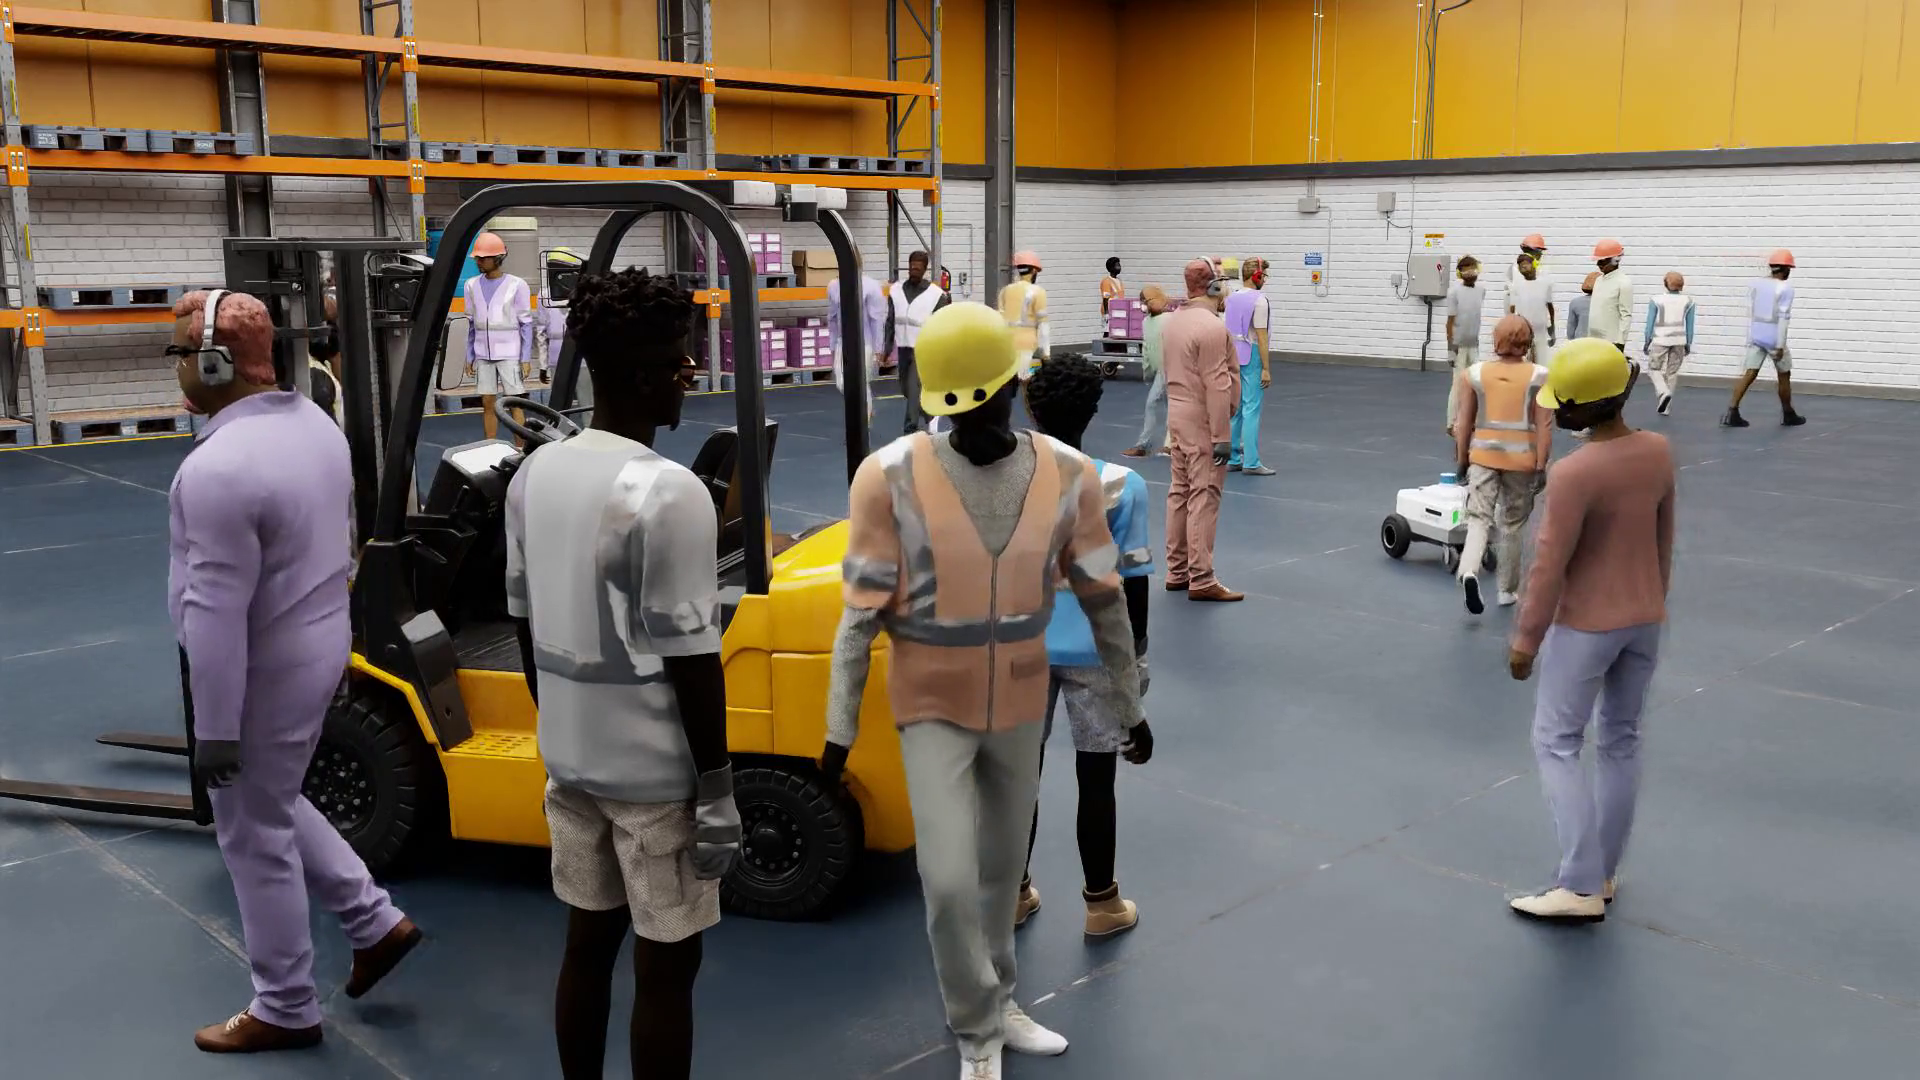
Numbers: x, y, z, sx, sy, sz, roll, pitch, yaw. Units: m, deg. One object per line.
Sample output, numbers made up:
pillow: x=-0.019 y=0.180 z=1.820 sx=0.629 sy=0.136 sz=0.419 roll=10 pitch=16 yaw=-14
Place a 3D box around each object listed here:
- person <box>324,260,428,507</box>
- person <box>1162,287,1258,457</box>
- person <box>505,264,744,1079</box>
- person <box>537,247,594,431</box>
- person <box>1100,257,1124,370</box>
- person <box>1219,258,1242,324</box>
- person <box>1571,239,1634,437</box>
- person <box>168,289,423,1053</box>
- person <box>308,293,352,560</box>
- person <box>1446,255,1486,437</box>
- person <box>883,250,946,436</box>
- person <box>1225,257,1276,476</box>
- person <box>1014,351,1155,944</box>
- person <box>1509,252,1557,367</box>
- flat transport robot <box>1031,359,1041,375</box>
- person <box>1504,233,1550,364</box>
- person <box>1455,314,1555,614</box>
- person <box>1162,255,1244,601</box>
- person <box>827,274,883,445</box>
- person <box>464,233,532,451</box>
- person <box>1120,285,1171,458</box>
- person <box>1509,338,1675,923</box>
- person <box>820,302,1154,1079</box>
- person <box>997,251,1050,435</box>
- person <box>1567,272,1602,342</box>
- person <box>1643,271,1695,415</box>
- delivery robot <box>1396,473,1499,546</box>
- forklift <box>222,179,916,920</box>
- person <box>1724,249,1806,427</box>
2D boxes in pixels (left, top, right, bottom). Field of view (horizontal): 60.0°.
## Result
person: x=-3.838 y=-0.992 z=10.952 sx=0.959 sy=2.000 sz=0.694 roll=0 pitch=10 yaw=0
person: x=2.250 y=-1.519 z=15.076 sx=0.904 sy=1.573 sz=0.509 roll=-2 pitch=11 yaw=-13
person: x=-0.656 y=0.435 z=3.375 sx=0.615 sy=1.964 sz=0.361 roll=10 pitch=14 yaw=43
person: x=-3.311 y=-1.519 z=14.157 sx=0.590 sy=1.920 sz=0.390 roll=1 pitch=10 yaw=8
person: x=2.295 y=-3.397 z=24.996 sx=0.317 sy=1.700 sz=0.539 roll=6 pitch=12 yaw=31
person: x=3.561 y=-2.869 z=22.089 sx=0.508 sy=1.715 sz=0.760 roll=7 pitch=13 yaw=35
person: x=6.378 y=-1.973 z=16.454 sx=0.393 sy=1.986 sz=0.610 roll=-2 pitch=11 yaw=-10
person: x=-1.692 y=0.341 z=4.062 sx=0.452 sy=1.894 sz=0.652 roll=0 pitch=10 yaw=1
person: x=-2.787 y=-0.157 z=7.102 sx=0.995 sy=1.799 sz=0.611 roll=-4 pitch=11 yaw=-20
person: x=5.065 y=-1.934 z=16.666 sx=0.613 sy=1.830 sz=0.458 roll=-6 pitch=12 yaw=-30
person: x=-0.394 y=-1.835 z=15.980 sx=0.616 sy=1.888 sz=0.837 roll=5 pitch=12 yaw=27
person: x=2.426 y=-1.462 z=14.072 sx=0.390 sy=1.838 sz=0.564 roll=-5 pitch=11 yaw=-24
person: x=0.299 y=0.313 z=4.766 sx=0.539 sy=1.700 sz=0.317 roll=4 pitch=11 yaw=22
person: x=6.589 y=-2.351 z=18.983 sx=0.697 sy=1.819 sz=0.417 roll=1 pitch=10 yaw=3
flat transport robot: x=0.806 y=-2.448 z=23.721 sx=0.652 sy=0.197 sz=1.431 roll=10 pitch=14 yaw=43
person: x=7.040 y=-2.766 z=20.625 sx=0.393 sy=2.040 sz=0.611 roll=-7 pitch=13 yaw=-35
person: x=2.883 y=-0.394 z=8.882 sx=0.512 sy=1.615 sz=0.707 roll=6 pitch=12 yaw=28
person: x=1.362 y=-0.618 z=9.271 sx=0.407 sy=1.913 sz=0.641 roll=-3 pitch=11 yaw=-16
person: x=-0.987 y=-1.886 z=16.184 sx=0.663 sy=1.913 sz=0.559 roll=6 pitch=12 yaw=31
person: x=-3.932 y=-1.571 z=14.110 sx=0.612 sy=2.039 sz=0.390 roll=3 pitch=11 yaw=14
person: x=1.879 y=-1.541 z=15.209 sx=0.832 sy=1.571 sz=0.532 roll=-3 pitch=11 yaw=-17
person: x=1.906 y=0.276 z=4.909 sx=0.594 sy=1.730 sz=0.354 roll=-5 pitch=12 yaw=-28
person: x=0.078 y=0.394 z=3.849 sx=0.802 sy=1.875 sz=0.597 roll=-4 pitch=11 yaw=-20
person: x=0.583 y=-1.908 z=16.440 sx=1.013 sy=1.871 sz=0.564 roll=-9 pitch=14 yaw=-41
person: x=6.807 y=-2.076 z=17.972 sx=0.507 sy=1.632 sz=0.274 roll=10 pitch=14 yaw=42
person: x=7.931 y=-2.188 z=18.589 sx=0.532 sy=1.624 sz=0.463 roll=1 pitch=10 yaw=5
delivery robot: x=3.003 y=-0.169 z=10.264 sx=0.477 sy=0.478 sz=0.707 roll=-3 pitch=11 yaw=-16
forklift: x=-1.114 y=-0.058 z=5.440 sx=2.313 sy=2.155 sz=1.214 roll=2 pitch=11 yaw=13
person: x=8.549 y=-2.122 z=17.584 sx=1.021 sy=1.877 sz=0.547 roll=-4 pitch=11 yaw=-22
